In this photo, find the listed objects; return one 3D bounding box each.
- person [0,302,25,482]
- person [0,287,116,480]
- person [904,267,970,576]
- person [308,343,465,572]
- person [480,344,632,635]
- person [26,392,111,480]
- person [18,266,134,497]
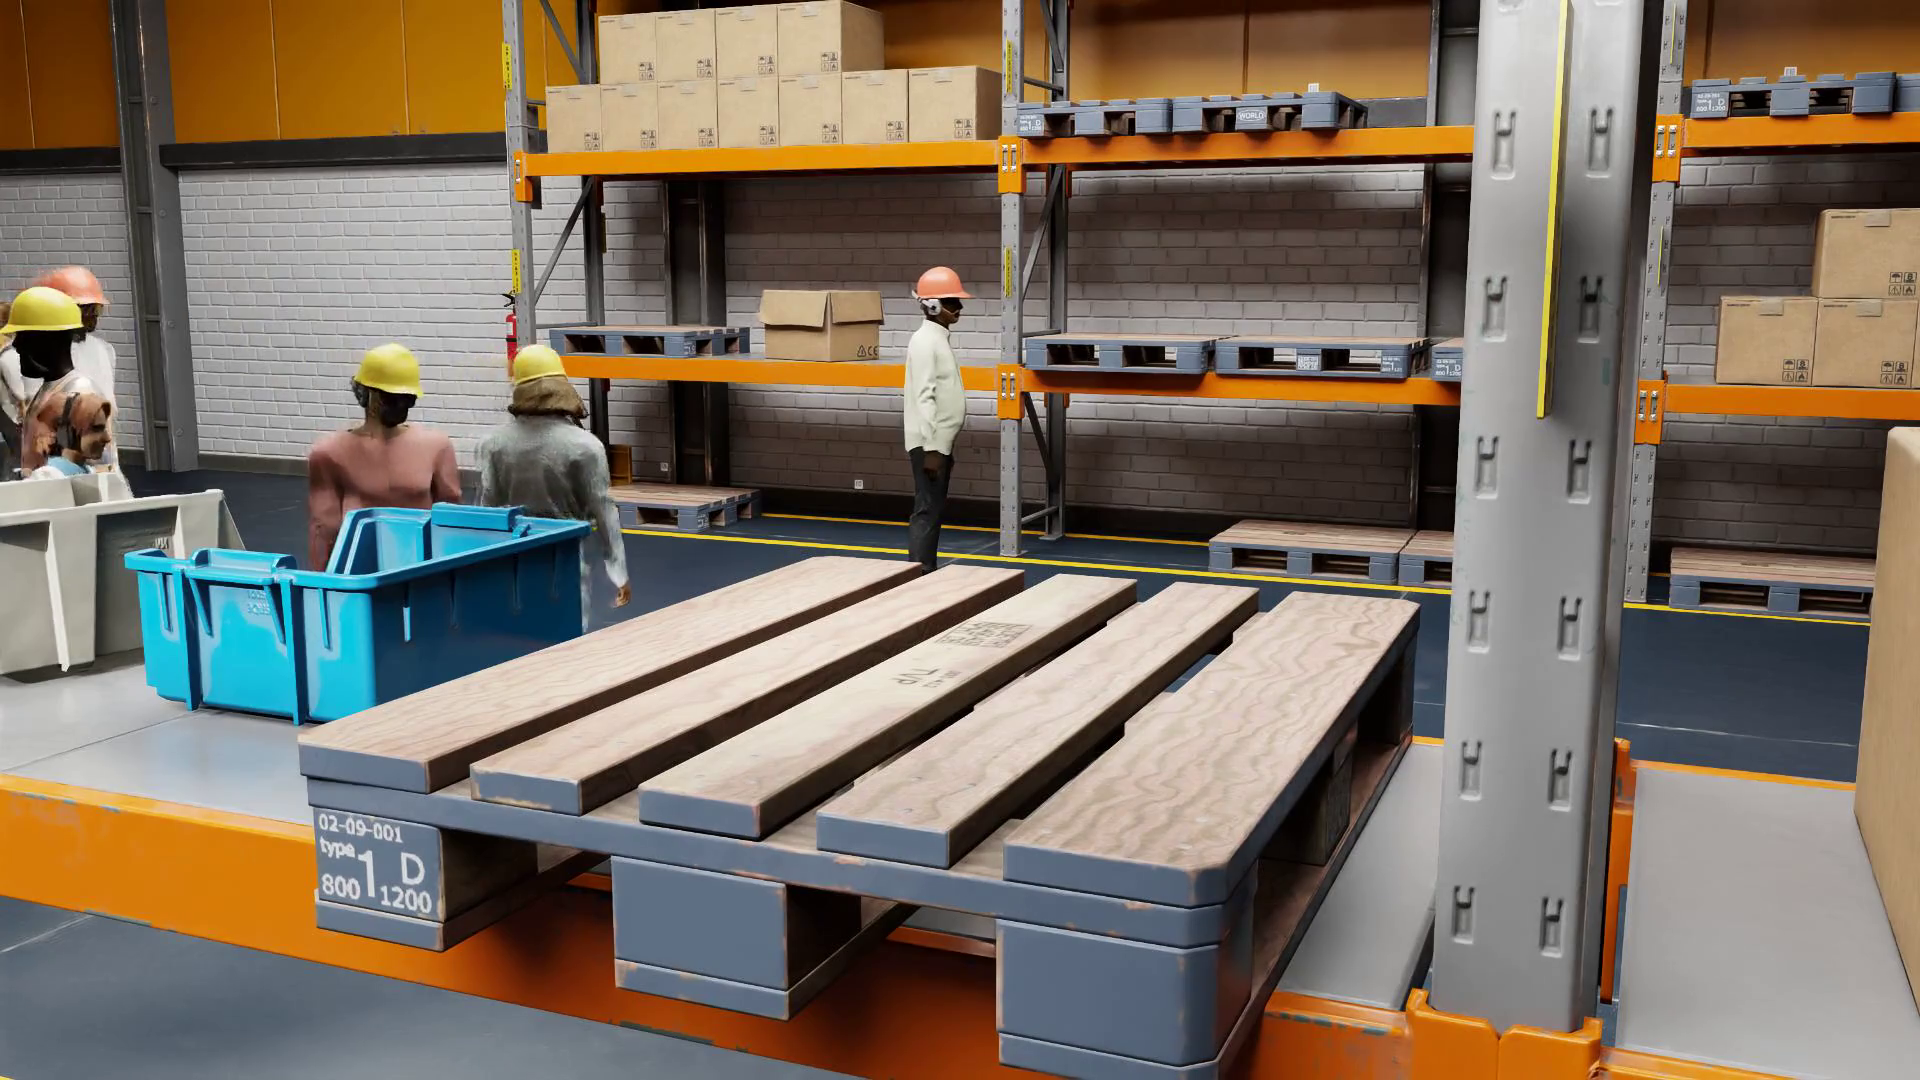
[{"bbox_3d":[-5.476,-0.505,9.791,0.631,1.801,0.523,-3,10,-20],"label":"person"},{"bbox_3d":[-3.515,-0.025,6.561,0.365,1.928,0.586,-8,12,-40],"label":"person"},{"bbox_3d":[-0.131,-0.546,9.477,0.381,1.996,0.608,1,10,7],"label":"person"},{"bbox_3d":[-2.065,0.161,6.006,0.543,1.742,0.520,-7,12,-36],"label":"person"},{"bbox_3d":[-1.510,0.121,6.317,0.540,1.706,0.645,3,10,16],"label":"person"},{"bbox_3d":[-3.060,0.280,5.758,0.889,1.585,0.531,-2,10,-10],"label":"person"},{"bbox_3d":[-4.654,-0.413,8.671,0.954,2.015,0.620,2,10,13],"label":"person"}]
